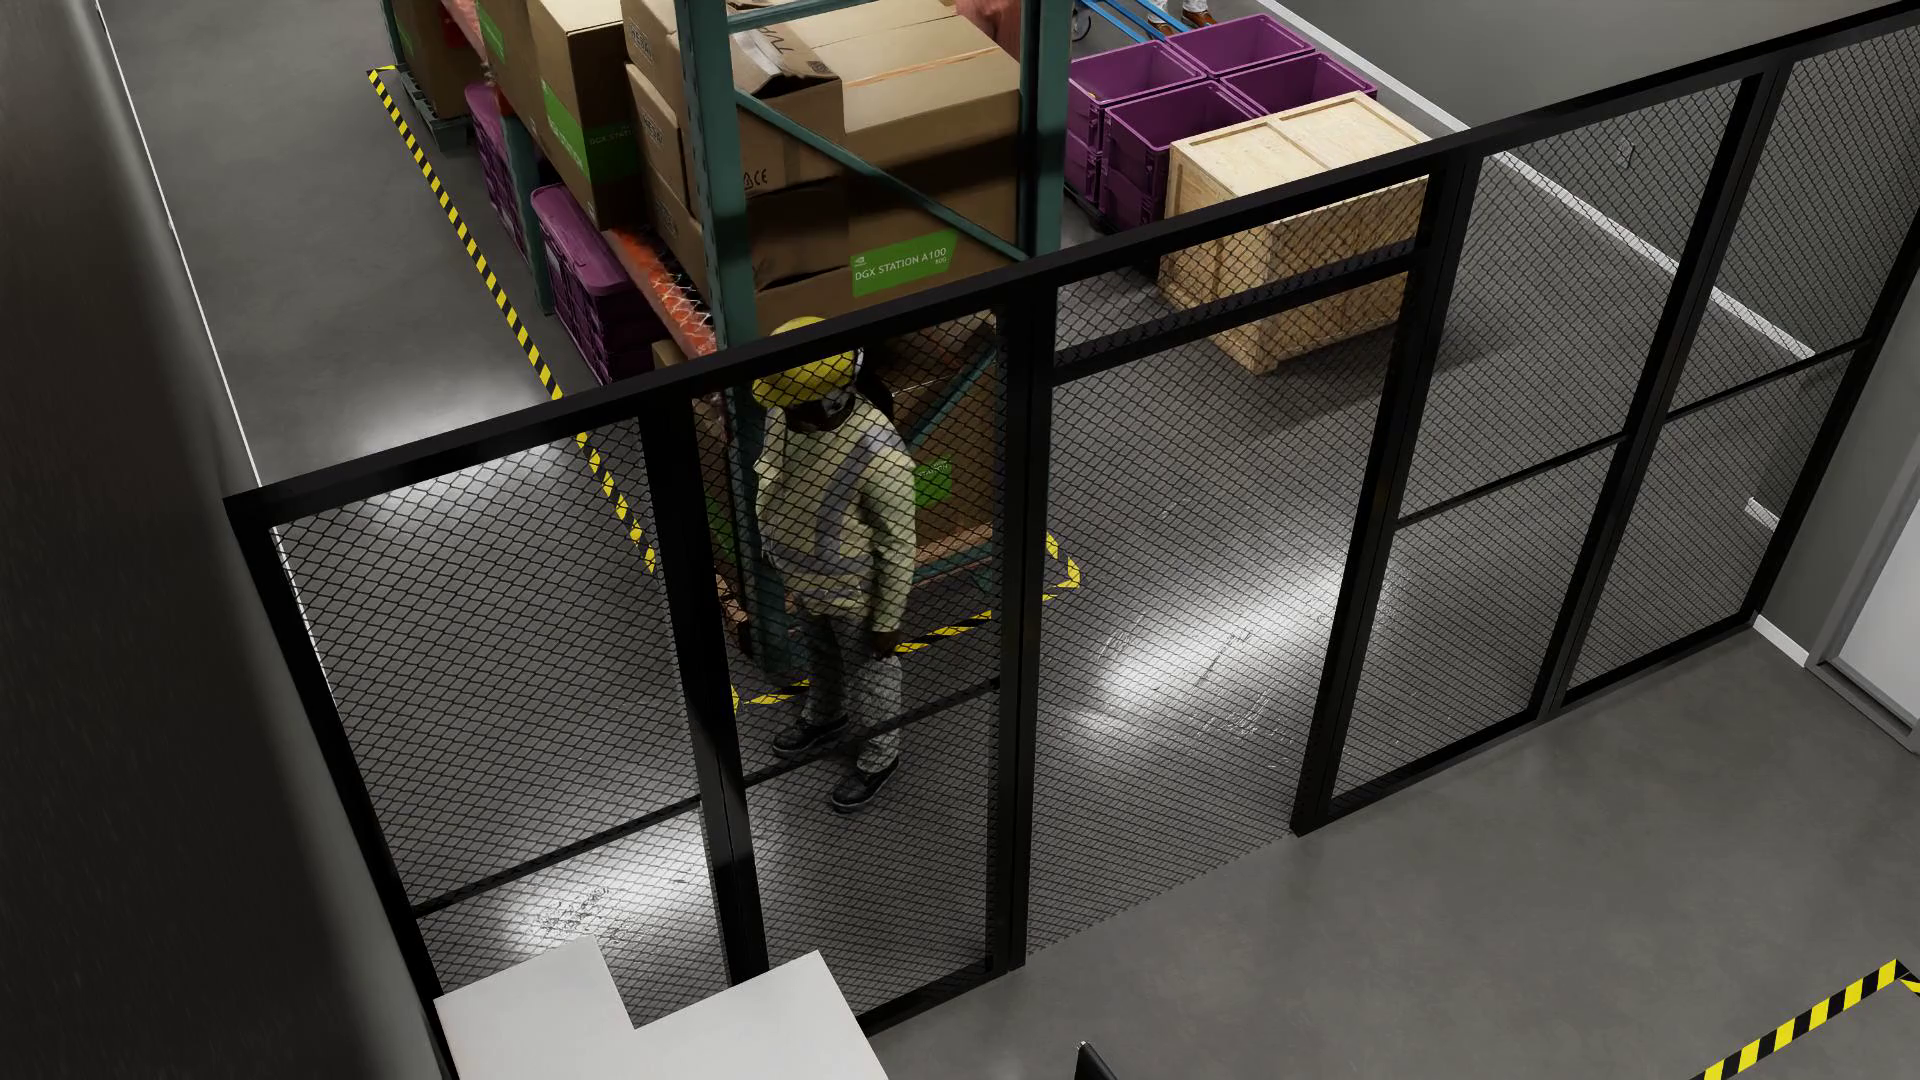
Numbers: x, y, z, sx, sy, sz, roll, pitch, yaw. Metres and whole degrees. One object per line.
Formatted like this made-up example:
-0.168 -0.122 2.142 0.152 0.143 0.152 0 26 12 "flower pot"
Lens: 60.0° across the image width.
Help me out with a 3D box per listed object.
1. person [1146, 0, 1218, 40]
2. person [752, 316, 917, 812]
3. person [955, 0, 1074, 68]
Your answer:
1.272 -3.627 8.914 0.631 1.940 0.372 -22 47 -22 "person"
-0.379 0.087 4.937 0.404 1.821 0.587 -28 50 -28 "person"
0.199 -1.821 6.896 0.618 1.993 0.396 -31 51 -29 "person"
